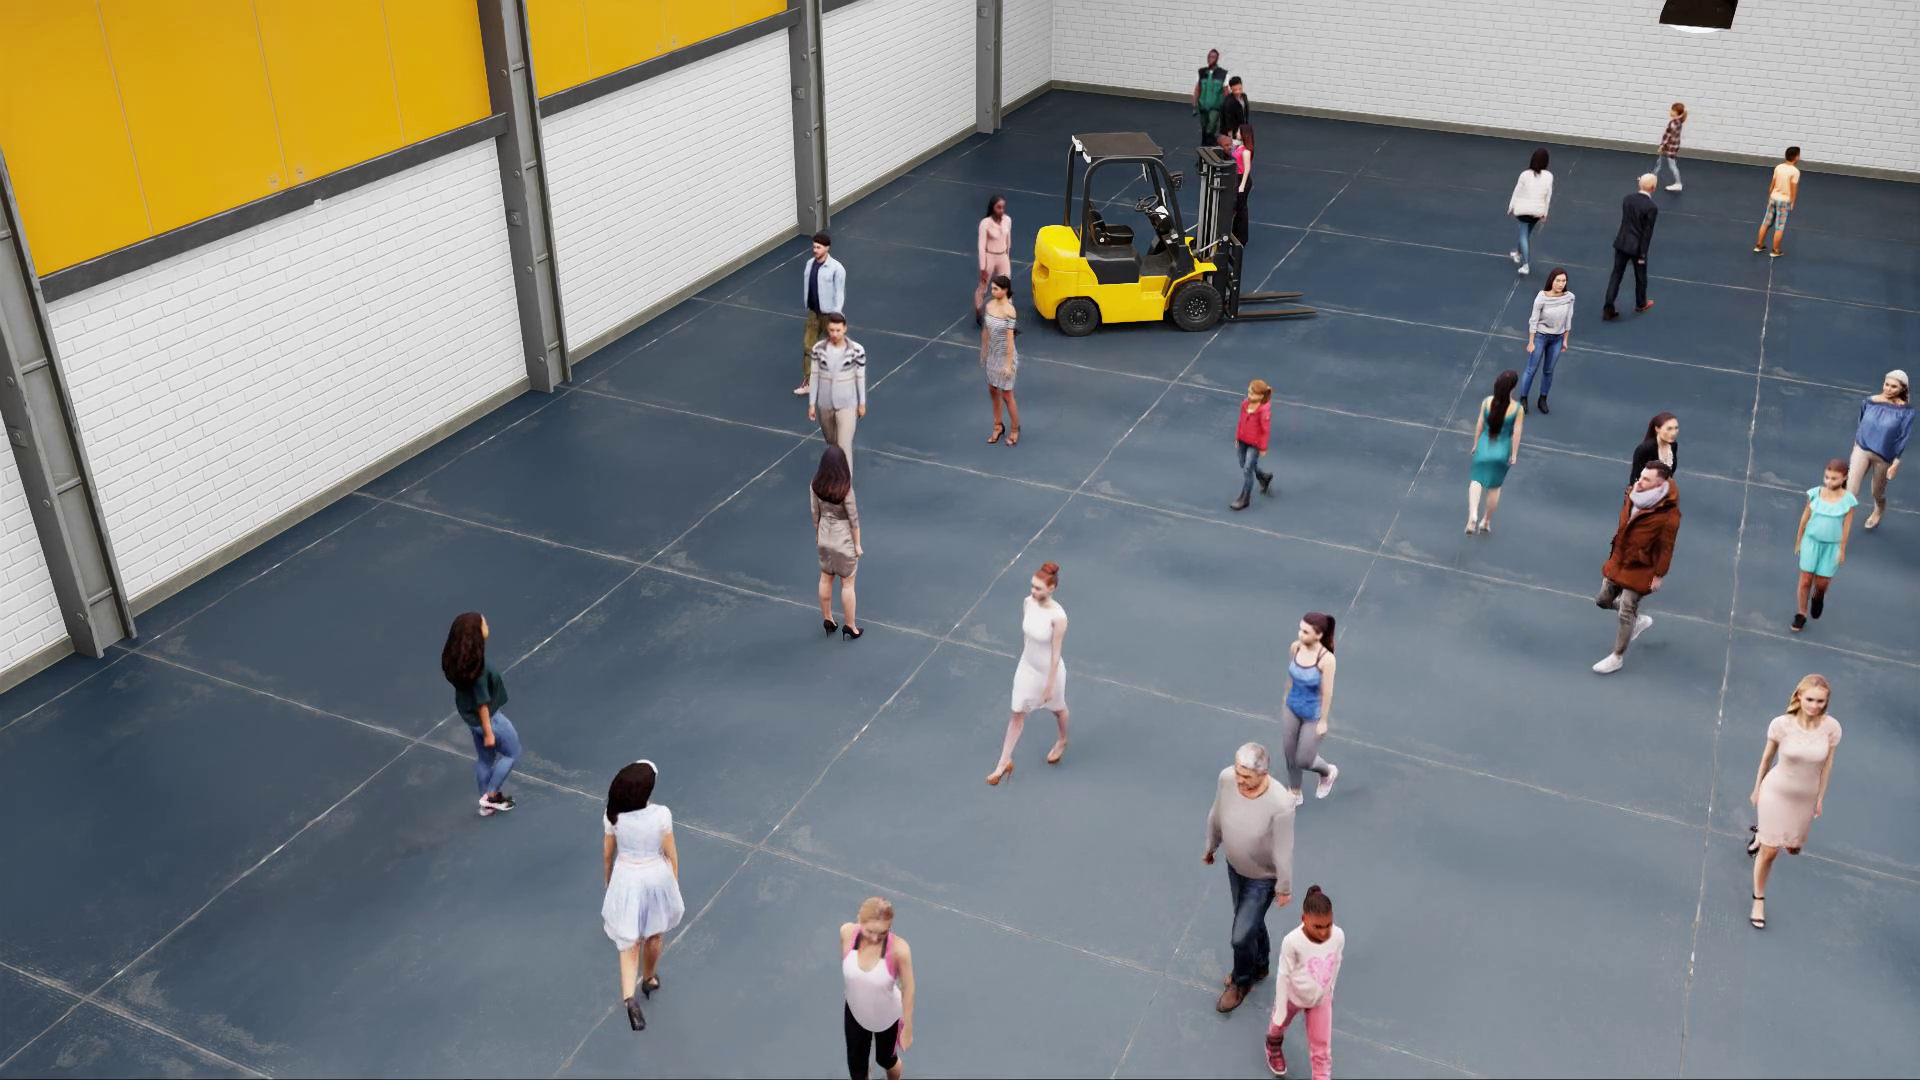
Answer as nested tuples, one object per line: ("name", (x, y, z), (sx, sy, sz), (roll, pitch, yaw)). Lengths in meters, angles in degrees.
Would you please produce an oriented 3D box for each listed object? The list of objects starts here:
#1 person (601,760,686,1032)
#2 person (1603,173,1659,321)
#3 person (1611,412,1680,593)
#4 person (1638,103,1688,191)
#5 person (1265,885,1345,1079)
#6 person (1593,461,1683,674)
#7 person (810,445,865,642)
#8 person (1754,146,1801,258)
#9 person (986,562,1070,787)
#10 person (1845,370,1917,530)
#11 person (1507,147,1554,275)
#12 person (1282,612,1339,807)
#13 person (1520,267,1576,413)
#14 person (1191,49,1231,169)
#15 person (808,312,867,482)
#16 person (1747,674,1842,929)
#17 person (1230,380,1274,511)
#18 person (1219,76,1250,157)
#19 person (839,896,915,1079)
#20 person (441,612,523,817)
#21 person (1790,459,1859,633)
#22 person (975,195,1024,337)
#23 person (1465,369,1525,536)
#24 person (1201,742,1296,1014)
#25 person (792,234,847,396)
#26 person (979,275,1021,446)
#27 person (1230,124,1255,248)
("person", (-1.845, 2.114, 9.688), (0.908, 1.786, 1.089), (-1, 29, -1))
("person", (8.015, -3.492, 19.987), (1.149, 1.766, 0.983), (-19, 34, -31))
("person", (5.913, -0.346, 14.330), (0.678, 1.660, 0.749), (-12, 31, -20))
("person", (10.660, -5.835, 24.795), (0.663, 1.274, 0.853), (17, 33, 29))
("person", (1.911, 2.500, 9.373), (0.915, 1.411, 1.055), (-5, 29, -10))
("person", (5.400, 0.196, 13.167), (1.052, 1.822, 0.984), (-12, 31, -20))
("person", (-1.003, 0.028, 13.553), (0.599, 1.747, 0.520), (15, 32, 25))
("person", (10.960, -4.531, 22.212), (0.633, 1.458, 0.611), (-18, 33, -29))
("person", (0.674, 0.928, 11.890), (1.100, 1.760, 0.854), (-23, 36, -36))
("person", (8.326, -0.755, 15.074), (1.189, 1.665, 0.898), (-25, 37, -37))
("person", (7.369, -4.220, 21.492), (0.954, 1.601, 1.150), (-2, 29, -4))
("person", (2.466, 1.189, 11.577), (0.850, 1.601, 0.762), (-17, 33, -29))
("person", (6.211, -2.123, 17.618), (0.675, 1.630, 0.684), (-3, 29, -5))
("person", (3.915, -6.684, 25.822), (0.781, 1.781, 1.228), (16, 32, 27))
("person", (-1.162, -1.350, 15.981), (0.875, 1.842, 1.227), (6, 29, 10))
("person", (5.269, 1.599, 10.603), (0.704, 1.814, 0.974), (7, 29, 12))
("person", (2.815, -0.931, 15.776), (0.860, 1.303, 0.747), (-17, 33, -28))
("person", (4.045, -6.014, 24.604), (0.945, 1.771, 0.633), (11, 30, 19))
("person", (-0.438, 2.511, 9.003), (0.652, 1.746, 0.722), (15, 32, 25))
("person", (-3.359, 1.249, 11.463), (0.752, 1.605, 0.711), (-20, 34, -32))
("person", (7.157, 0.017, 13.785), (0.647, 1.544, 0.740), (20, 34, 32))
("person", (0.352, -3.256, 19.655), (1.186, 1.669, 1.129), (-17, 33, -28))
("person", (4.801, -0.740, 15.041), (0.561, 1.670, 0.735), (13, 31, 23))
("person", (1.808, 1.934, 9.931), (0.952, 1.869, 0.929), (-18, 33, -30))
("person", (-1.417, -2.473, 18.090), (0.780, 1.792, 0.962), (18, 33, 29))
("person", (0.461, -1.811, 16.852), (0.688, 1.817, 0.700), (-23, 36, -35))
("person", (3.803, -4.813, 22.519), (0.713, 1.660, 0.579), (1, 29, 2))
